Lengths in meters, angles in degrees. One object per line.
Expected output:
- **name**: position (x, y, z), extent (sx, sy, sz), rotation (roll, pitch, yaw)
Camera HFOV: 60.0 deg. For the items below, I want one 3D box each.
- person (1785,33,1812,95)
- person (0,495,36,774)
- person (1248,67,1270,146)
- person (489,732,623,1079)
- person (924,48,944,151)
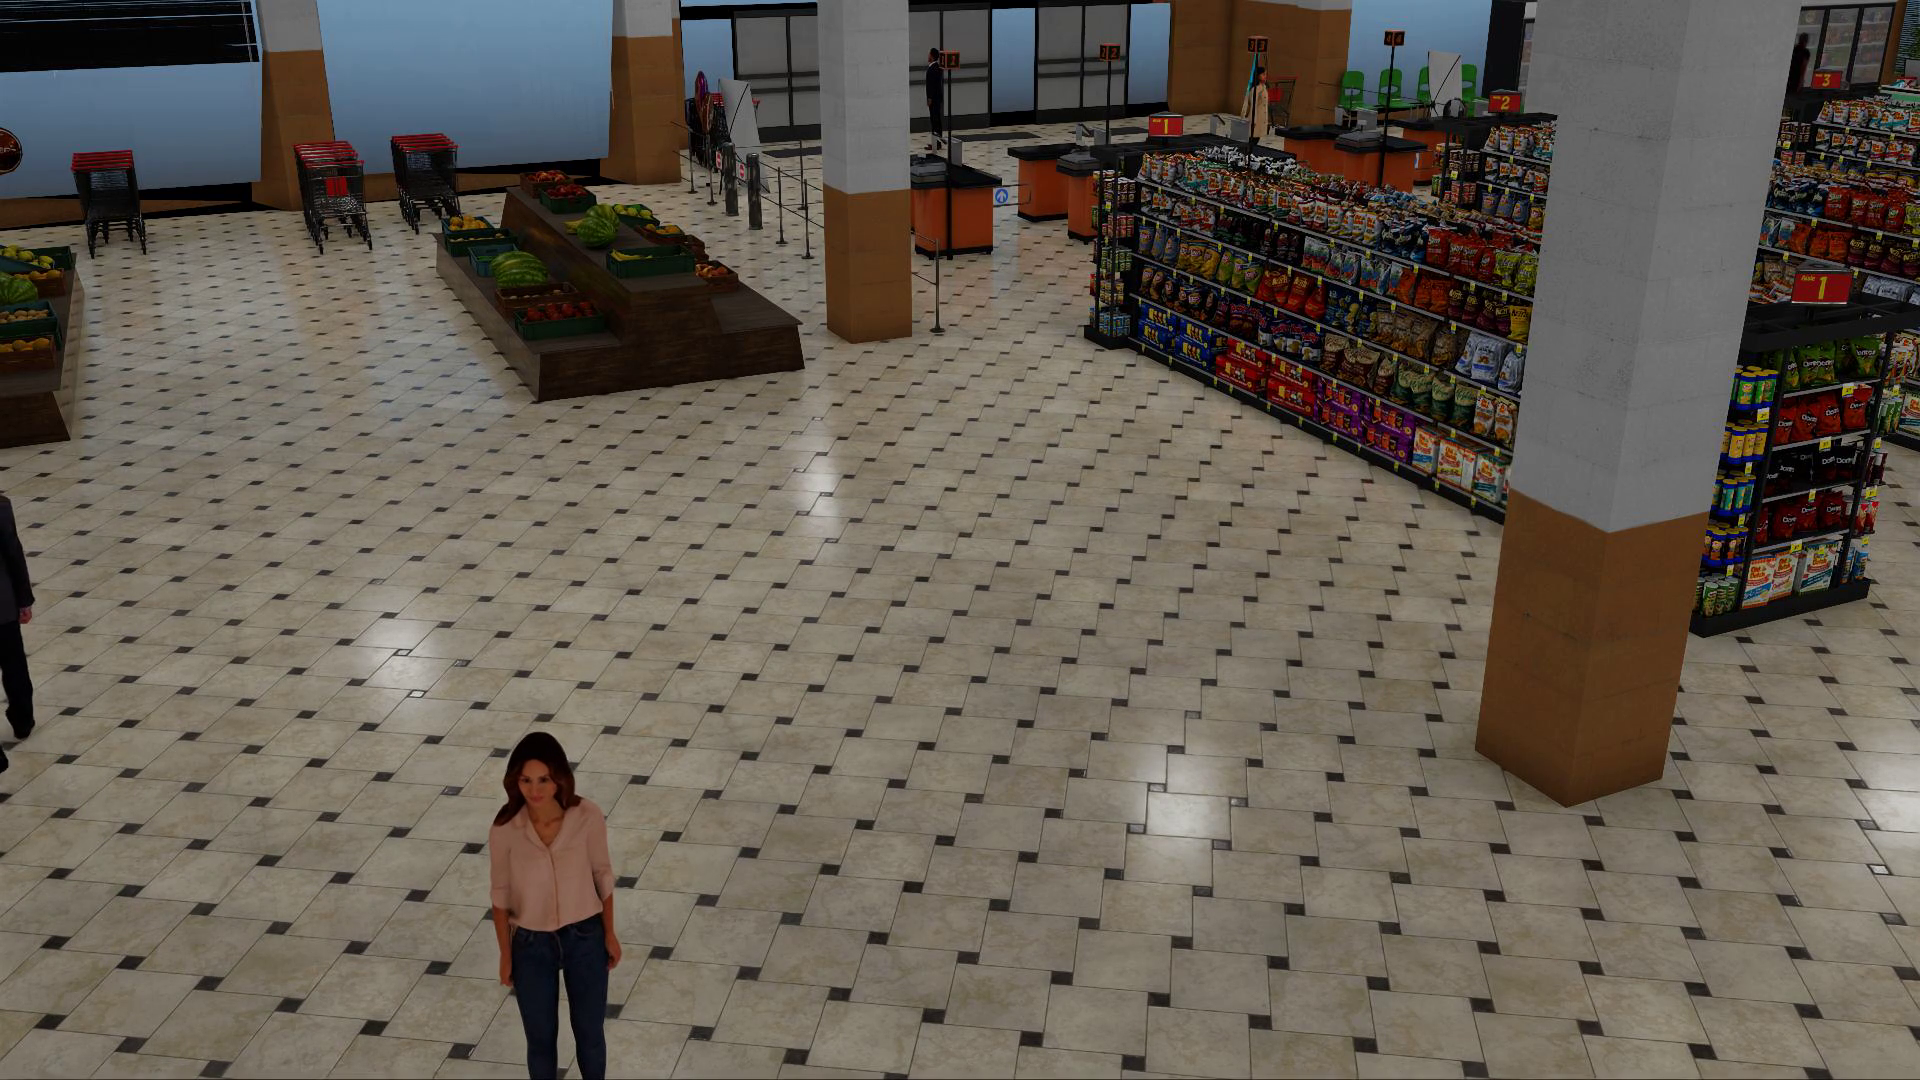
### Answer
- **person**: position (15.424, -8.485, 30.974), extent (0.829, 1.774, 1.176), rotation (-13, 25, -29)
- **person**: position (-5.262, 0.364, 8.897), extent (0.785, 1.815, 1.141), rotation (-12, 25, -28)
- **person**: position (4.781, -6.761, 26.810), extent (0.748, 1.680, 0.725), rotation (11, 24, 26)
- **person**: position (-1.480, 1.489, 6.133), extent (0.627, 1.789, 0.568), rotation (-6, 23, -15)
- **person**: position (-0.438, -7.732, 29.164), extent (0.766, 1.727, 0.684), rotation (6, 23, 14)
